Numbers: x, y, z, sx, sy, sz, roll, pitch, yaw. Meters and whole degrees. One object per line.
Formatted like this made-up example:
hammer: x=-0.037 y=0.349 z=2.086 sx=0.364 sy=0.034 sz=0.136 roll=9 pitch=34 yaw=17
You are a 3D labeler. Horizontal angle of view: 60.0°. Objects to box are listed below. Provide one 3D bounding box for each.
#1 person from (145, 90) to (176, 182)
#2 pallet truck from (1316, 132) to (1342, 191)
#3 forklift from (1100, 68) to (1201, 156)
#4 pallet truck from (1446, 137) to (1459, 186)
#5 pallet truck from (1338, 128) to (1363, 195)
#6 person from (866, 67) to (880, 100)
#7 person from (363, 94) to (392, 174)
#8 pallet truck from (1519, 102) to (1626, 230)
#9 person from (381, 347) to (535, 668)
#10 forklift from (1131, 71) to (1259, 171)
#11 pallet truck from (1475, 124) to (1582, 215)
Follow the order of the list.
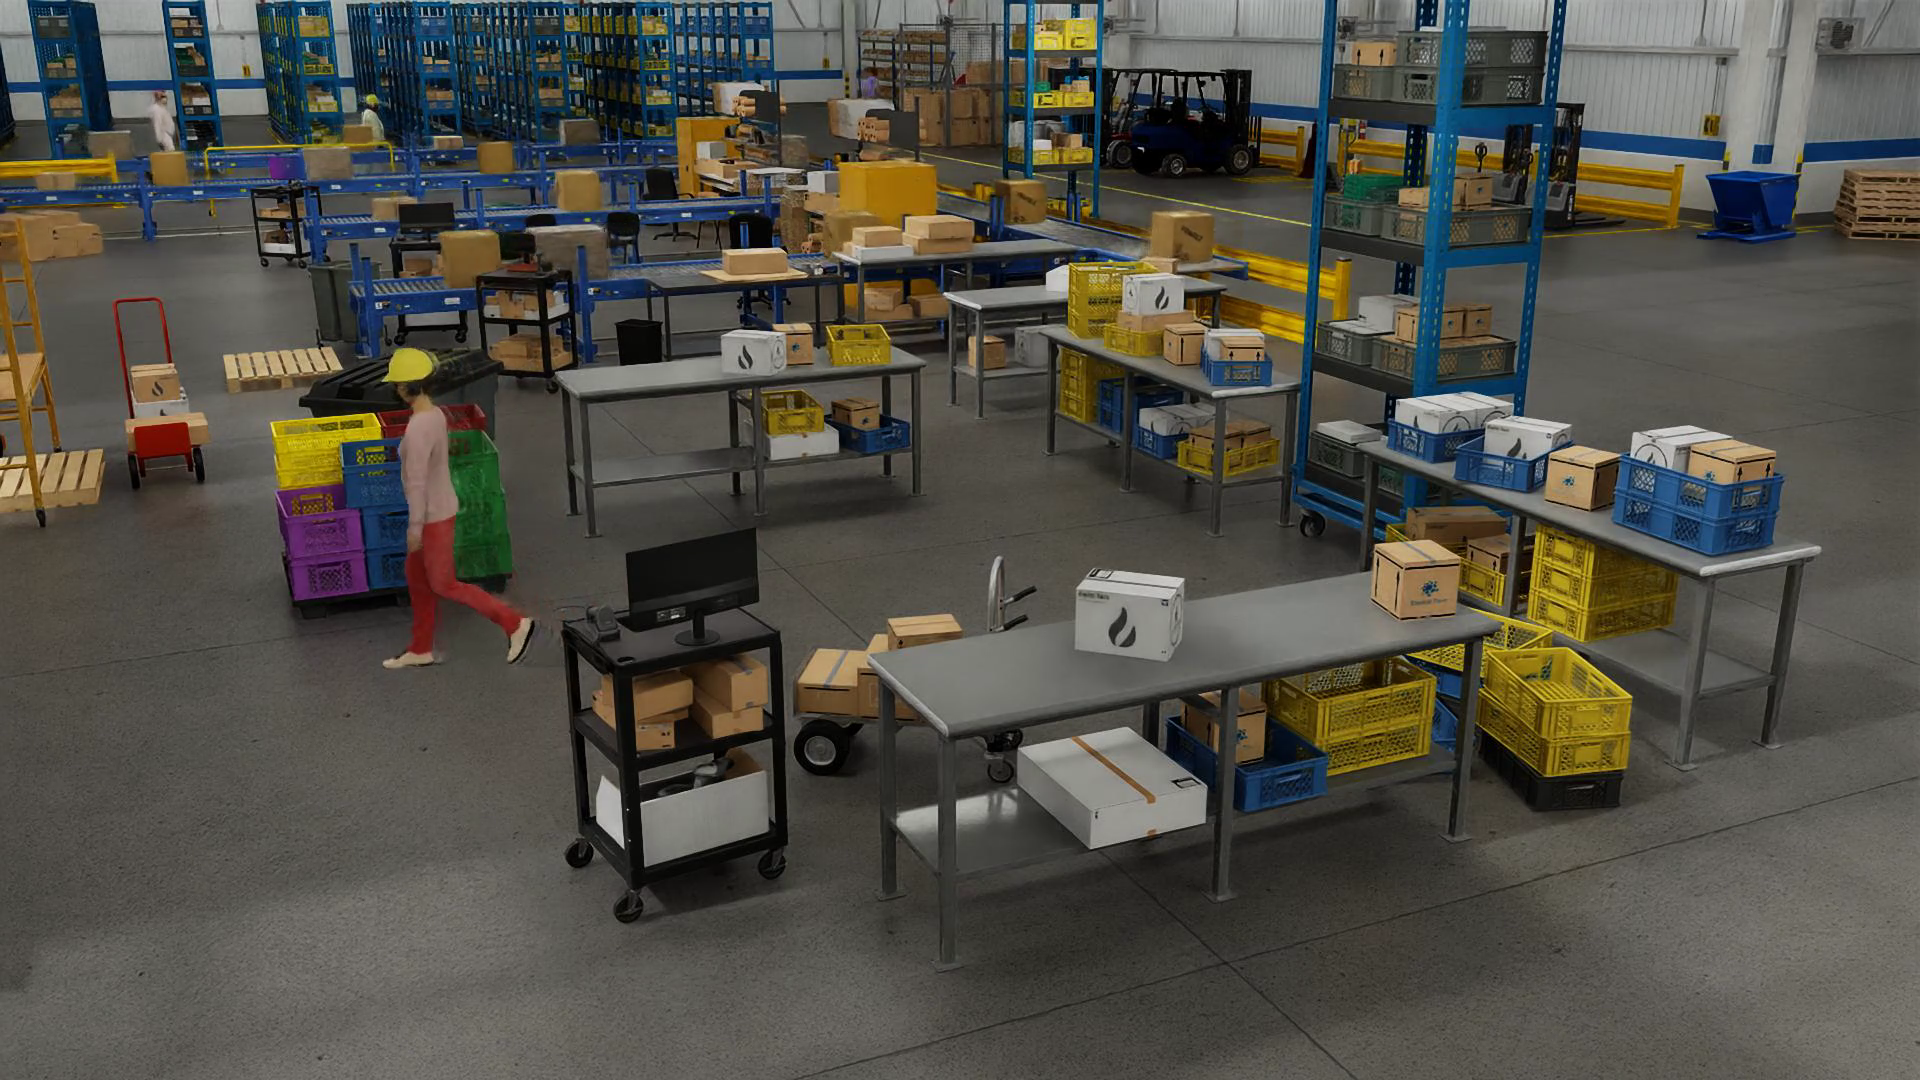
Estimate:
person: x=-16.082 y=-8.099 z=33.476 sx=0.756 sy=1.882 sz=0.651 roll=-5 pitch=18 yaw=-15
pallet truck: x=7.723 y=-7.504 z=32.656 sx=1.601 sy=1.201 sz=0.680 roll=-8 pitch=19 yaw=-23
forklift: x=4.082 y=-9.564 z=37.410 sx=2.680 sy=1.987 sz=1.157 roll=-8 pitch=19 yaw=-23
pallet truck: x=9.184 y=-6.485 z=29.328 sx=1.630 sy=1.274 sz=0.653 roll=-8 pitch=19 yaw=-23
pallet truck: x=7.845 y=-7.140 z=31.411 sx=1.522 sy=1.261 sz=0.704 roll=-9 pitch=20 yaw=-25
person: x=-2.602 y=-13.227 z=49.791 sx=0.952 sy=1.819 sz=0.587 roll=-9 pitch=20 yaw=-26
person: x=-11.533 y=-7.941 z=33.104 sx=0.907 sy=1.791 sz=0.623 roll=-7 pitch=19 yaw=-21
pallet truck: x=9.972 y=-6.037 z=26.785 sx=1.885 sy=1.965 sz=0.823 roll=-9 pitch=20 yaw=-25
person: x=-2.676 y=-0.146 z=8.643 sx=0.746 sy=1.739 sz=0.521 roll=-4 pitch=18 yaw=-11
forklift: x=4.998 y=-8.936 z=35.413 sx=2.680 sy=1.987 sz=1.157 roll=-9 pitch=20 yaw=-25
pallet truck: x=9.707 y=-6.455 z=28.103 sx=1.885 sy=1.965 sz=0.823 roll=-7 pitch=19 yaw=-20
